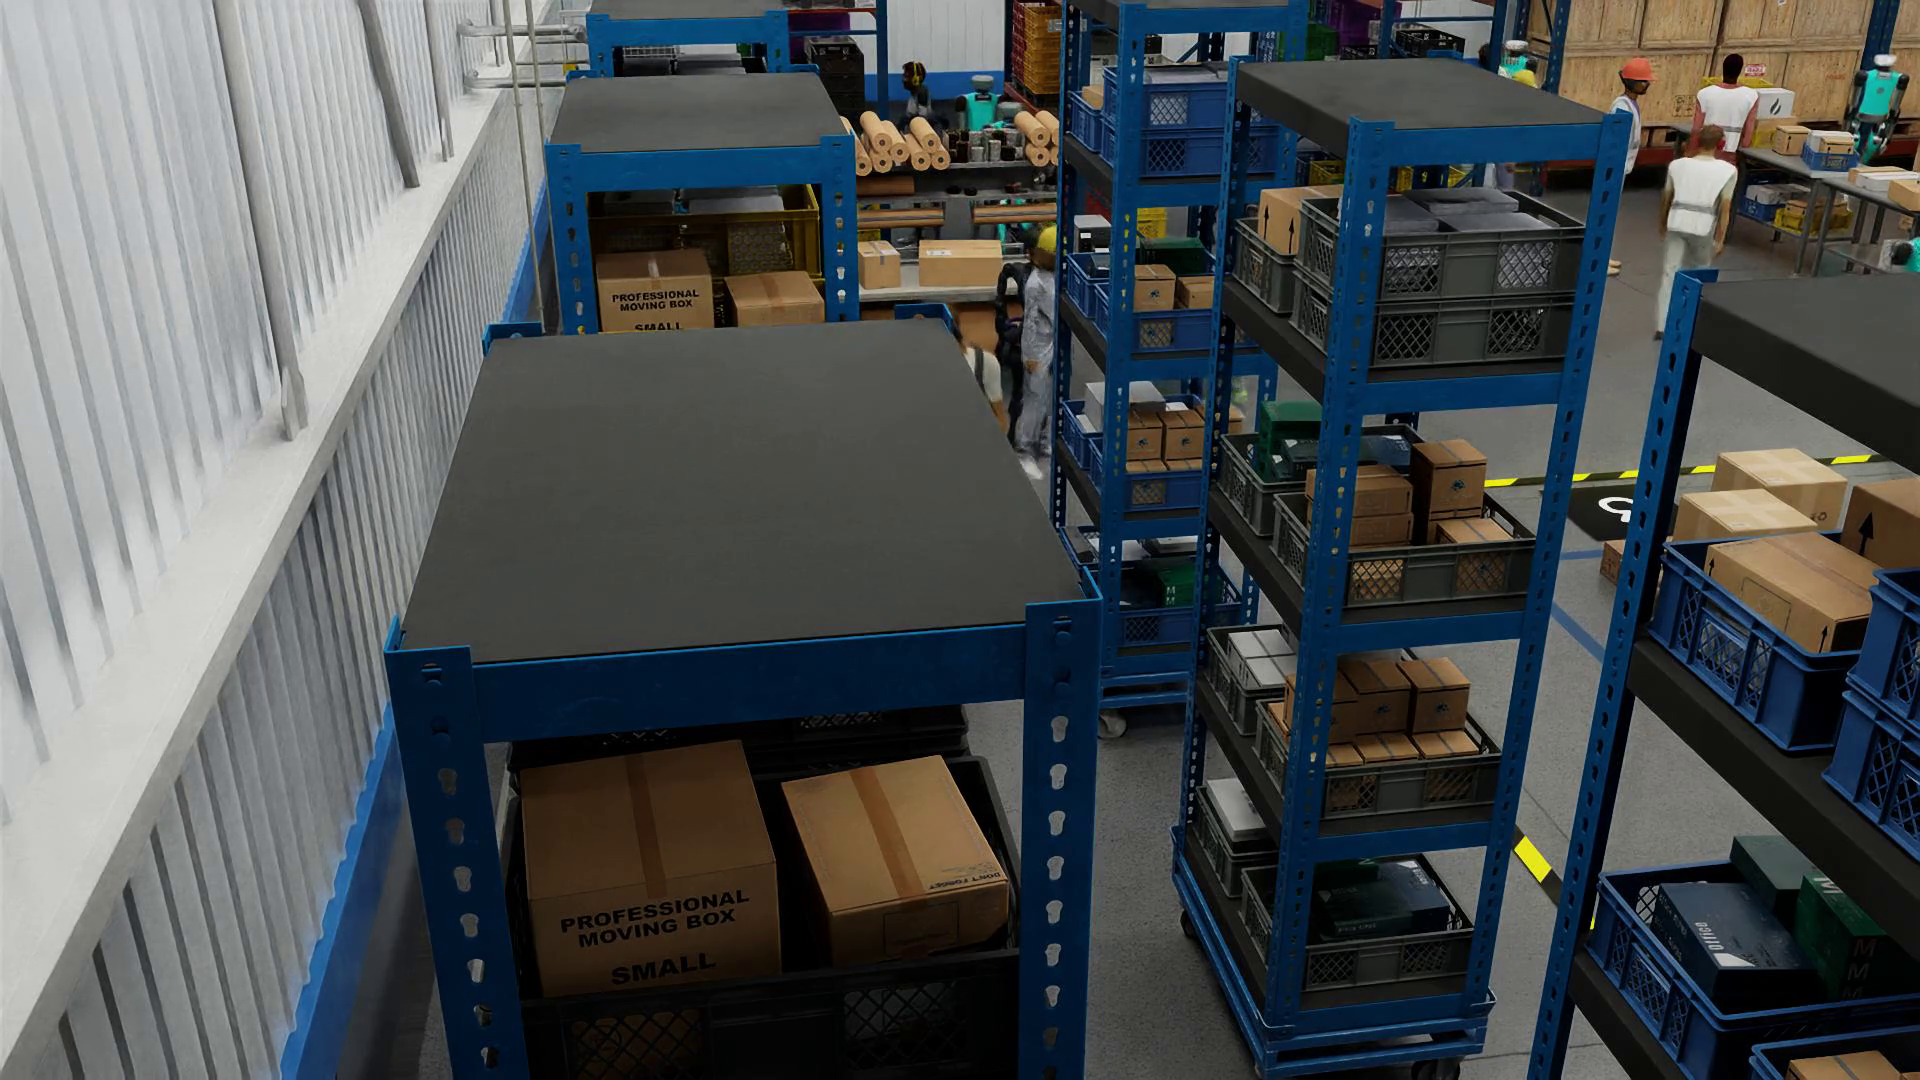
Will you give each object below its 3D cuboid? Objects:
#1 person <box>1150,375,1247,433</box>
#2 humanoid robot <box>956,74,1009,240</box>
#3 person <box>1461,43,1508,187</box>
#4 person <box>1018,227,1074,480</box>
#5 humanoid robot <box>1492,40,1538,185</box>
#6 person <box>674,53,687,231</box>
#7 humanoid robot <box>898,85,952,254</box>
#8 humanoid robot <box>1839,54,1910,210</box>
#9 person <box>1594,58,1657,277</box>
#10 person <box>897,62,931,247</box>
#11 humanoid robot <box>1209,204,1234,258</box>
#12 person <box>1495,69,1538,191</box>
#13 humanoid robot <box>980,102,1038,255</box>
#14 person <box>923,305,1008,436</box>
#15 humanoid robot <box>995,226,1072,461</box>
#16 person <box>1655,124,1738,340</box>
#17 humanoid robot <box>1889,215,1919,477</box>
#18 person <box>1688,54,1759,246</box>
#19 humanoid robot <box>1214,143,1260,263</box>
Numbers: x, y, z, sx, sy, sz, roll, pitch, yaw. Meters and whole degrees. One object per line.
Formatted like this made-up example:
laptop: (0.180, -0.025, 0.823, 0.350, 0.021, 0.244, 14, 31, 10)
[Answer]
person: (1.377, -0.664, 9.914, 0.578, 1.794, 0.998, -3, 25, -7)
humanoid robot: (0.253, -3.670, 16.457, 0.539, 1.752, 0.690, -4, 25, -9)
person: (5.741, -4.504, 18.228, 0.464, 1.823, 0.620, 3, 25, 6)
person: (0.580, -1.290, 11.379, 0.398, 1.722, 0.596, 14, 28, 27)
humanoid robot: (6.278, -4.864, 18.953, 0.533, 1.677, 0.735, 14, 28, 27)
person: (-2.878, -4.119, 17.343, 0.509, 1.866, 0.329, 9, 26, 18)
humanoid robot: (-0.339, -3.714, 16.675, 0.590, 1.647, 0.356, -4, 25, -9)
humanoid robot: (9.909, -4.432, 18.276, 0.547, 1.855, 0.838, 7, 26, 16)
person: (6.328, -3.573, 15.945, 0.387, 2.045, 0.605, 12, 27, 25)
person: (-0.458, -3.874, 16.803, 0.320, 1.870, 0.528, -5, 25, -12)
humanoid robot: (2.664, -3.713, 16.743, 0.599, 1.633, 0.777, 1, 25, 2)
person: (5.706, -4.015, 17.276, 0.368, 1.732, 0.601, 3, 25, 7)
humanoid robot: (0.487, -3.080, 15.240, 0.545, 1.748, 0.963, -4, 25, -9)
person: (0.003, -0.488, 9.553, 0.526, 1.781, 0.840, -3, 25, -7)
humanoid robot: (0.501, -1.367, 11.573, 0.598, 1.651, 0.318, 11, 27, 22)
person: (6.274, -2.654, 14.255, 0.578, 1.778, 0.985, 15, 29, 29)
humanoid robot: (6.649, -1.258, 11.319, 0.555, 1.776, 0.965, 0, 25, 1)
person: (7.715, -3.957, 16.925, 0.591, 1.922, 0.392, 7, 26, 16)
humanoid robot: (2.623, -3.140, 15.439, 0.594, 1.643, 0.561, 0, 25, 0)
